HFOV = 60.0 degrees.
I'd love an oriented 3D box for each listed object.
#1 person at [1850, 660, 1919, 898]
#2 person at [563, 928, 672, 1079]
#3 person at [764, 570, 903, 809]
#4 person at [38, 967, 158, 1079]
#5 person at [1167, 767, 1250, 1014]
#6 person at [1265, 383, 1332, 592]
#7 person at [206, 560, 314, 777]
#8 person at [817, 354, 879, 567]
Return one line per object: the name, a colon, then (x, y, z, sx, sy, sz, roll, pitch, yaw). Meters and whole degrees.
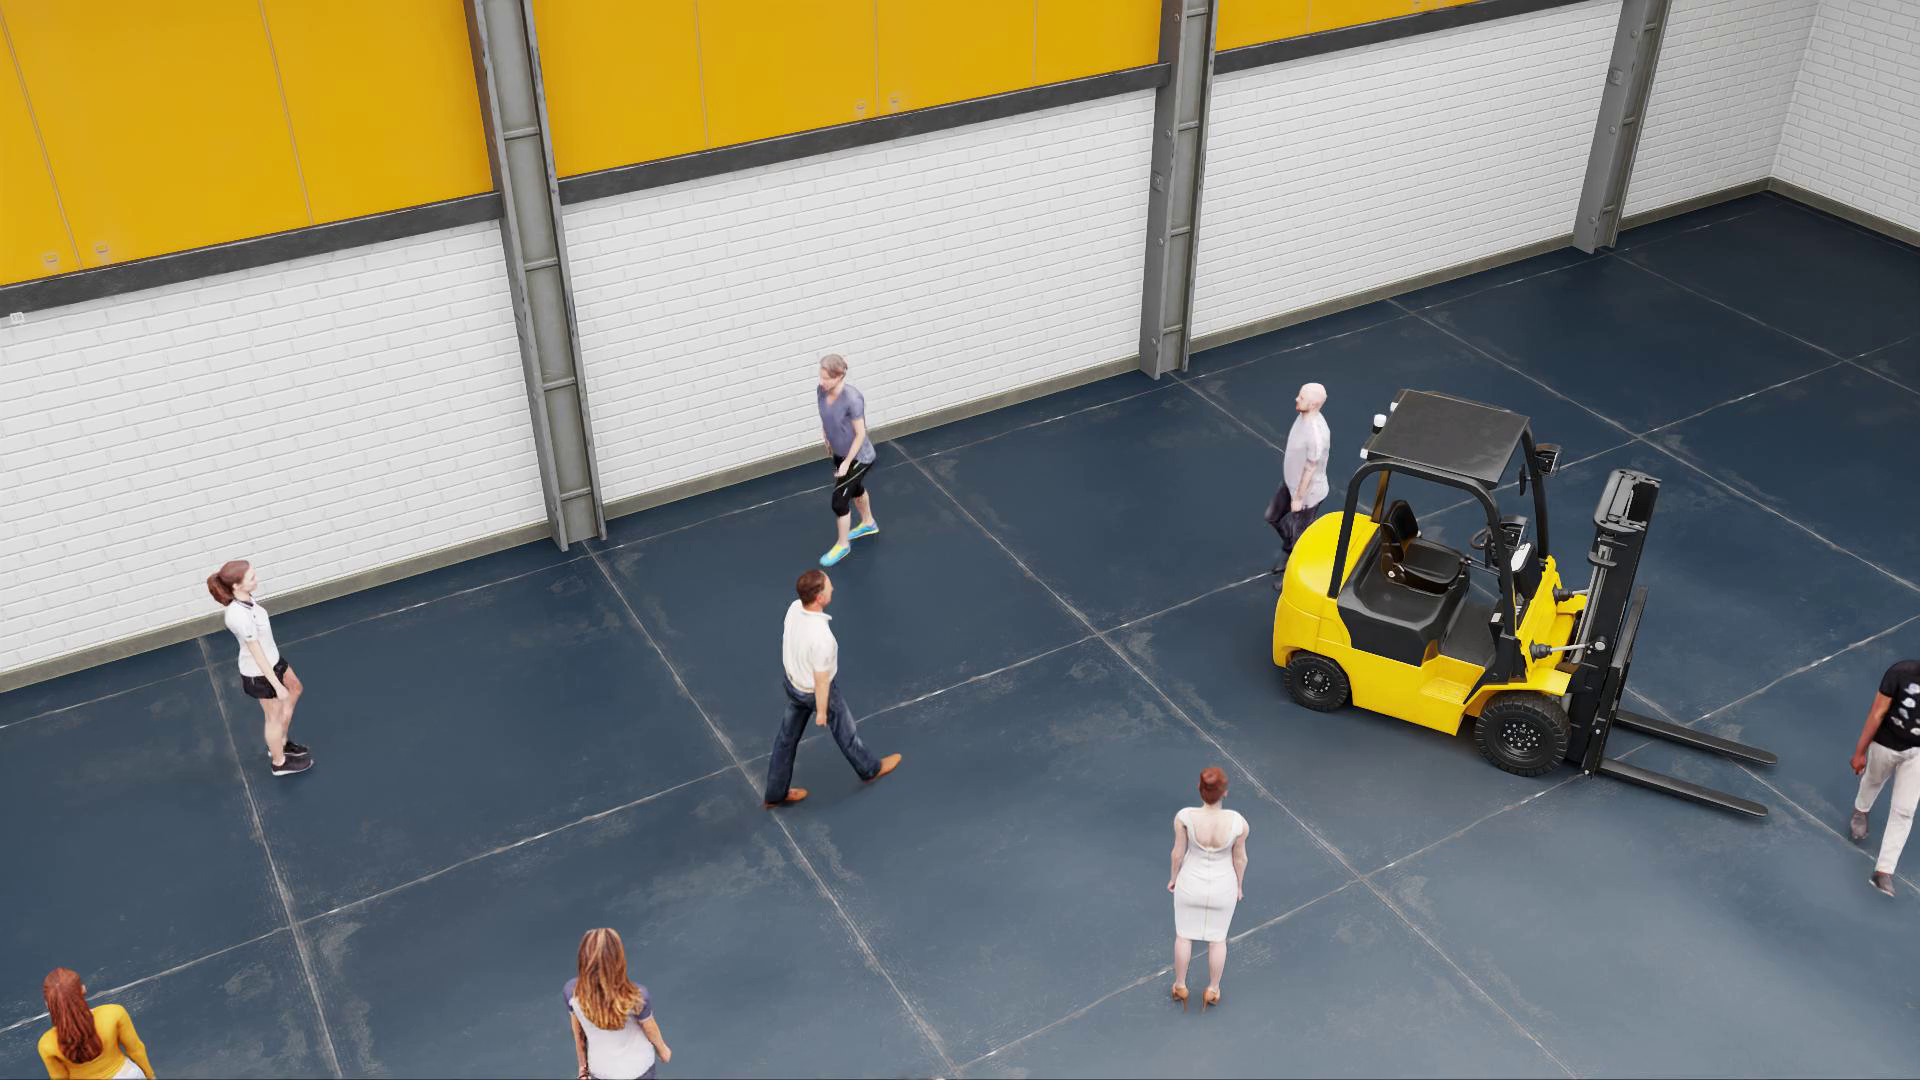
person: (5.888, 1.249, 10.419, 1.140, 1.750, 1.279, 12, 36, 18)
person: (-1.717, 2.684, 8.309, 1.057, 1.696, 1.138, 10, 35, 14)
person: (-1.053, 1.006, 10.735, 1.168, 1.806, 0.661, -18, 38, -25)
person: (-4.162, 2.749, 8.164, 0.542, 1.750, 0.668, -24, 40, -31)
person: (1.366, 1.960, 9.310, 0.627, 1.794, 0.703, 6, 34, 9)
person: (2.735, -0.384, 12.813, 0.791, 1.820, 0.774, -2, 34, -3)
person: (-4.687, 0.880, 10.981, 0.620, 1.742, 0.625, -14, 36, -20)
person: (-0.818, -0.666, 13.224, 0.983, 1.834, 0.774, -21, 39, -28)
